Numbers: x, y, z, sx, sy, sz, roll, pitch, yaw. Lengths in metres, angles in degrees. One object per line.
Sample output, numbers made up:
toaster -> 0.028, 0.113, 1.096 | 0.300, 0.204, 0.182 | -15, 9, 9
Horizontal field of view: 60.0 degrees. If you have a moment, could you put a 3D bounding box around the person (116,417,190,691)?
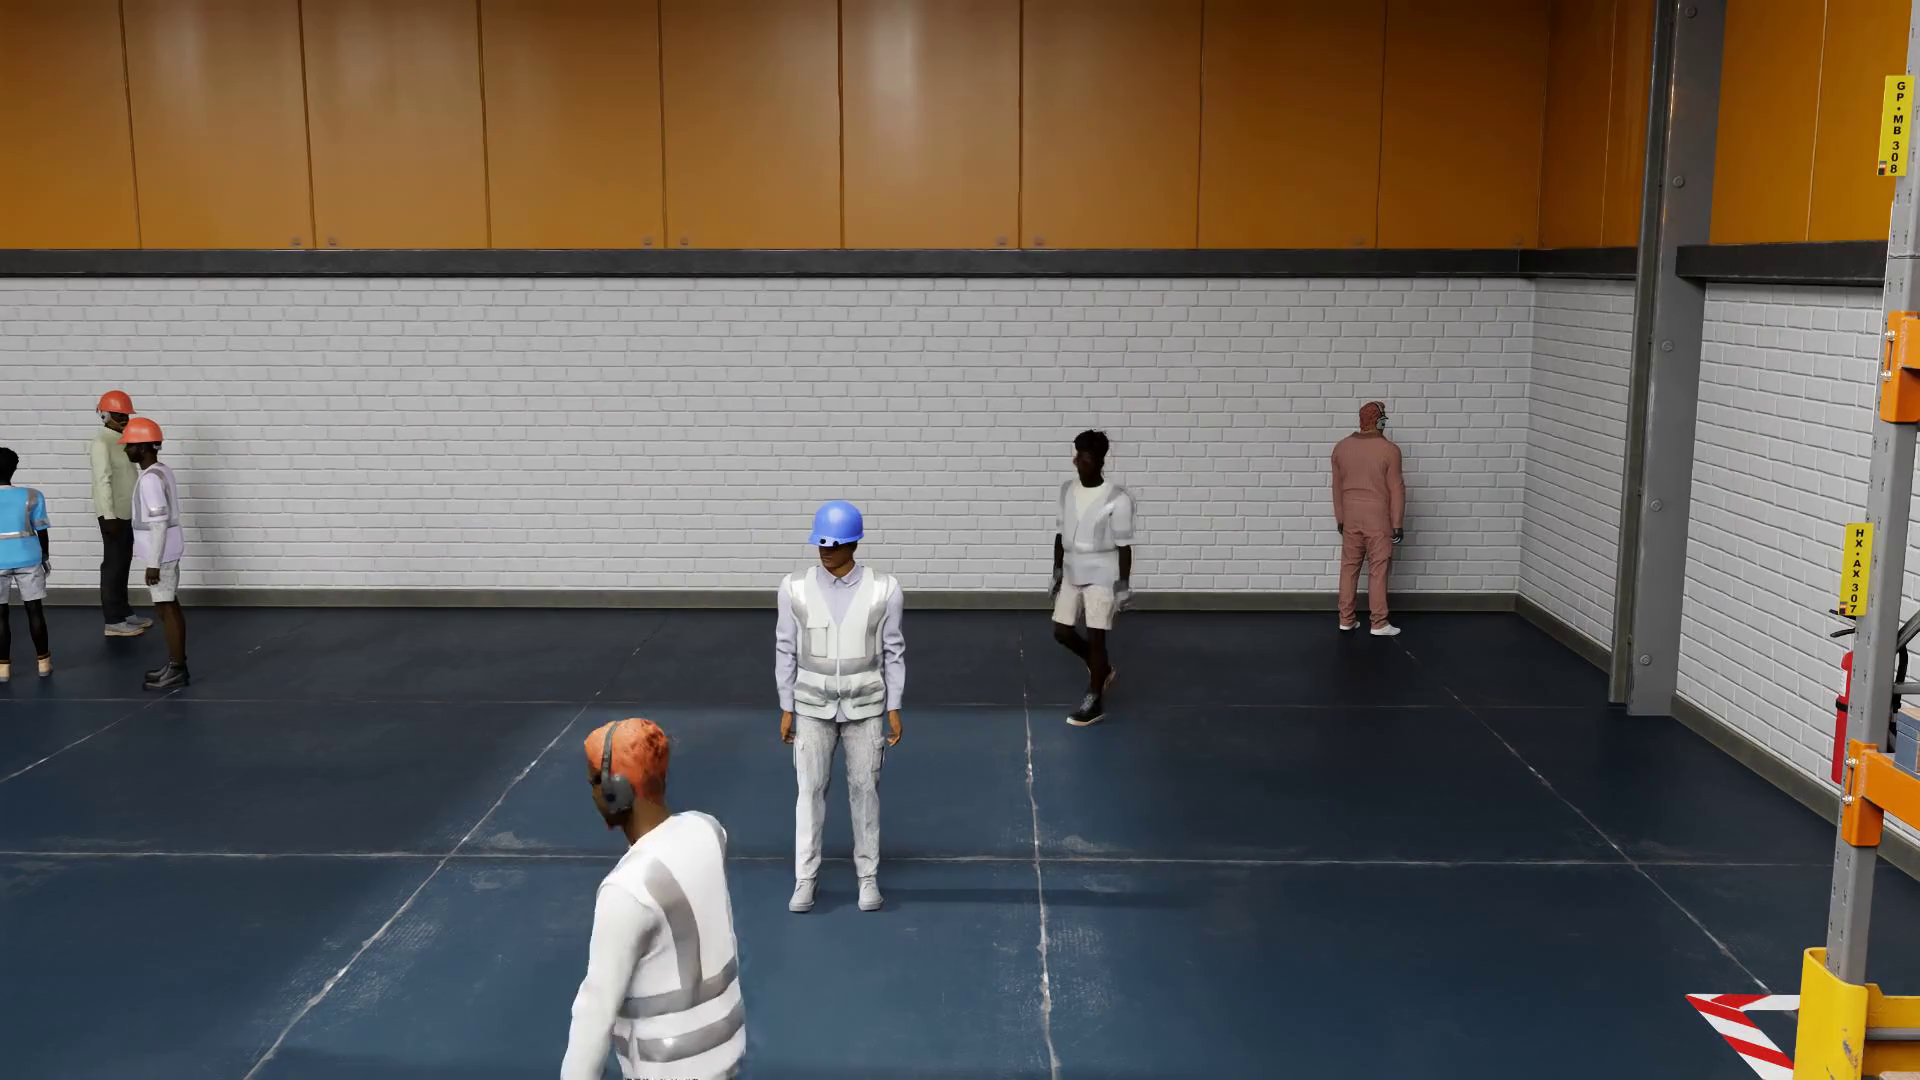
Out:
person -> -5.711, 0.098, 11.793 | 0.379, 1.938, 0.547 | -3, 10, -18

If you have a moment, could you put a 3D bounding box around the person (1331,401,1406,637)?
person -> 3.329, -0.171, 13.500 | 0.410, 1.909, 0.643 | -9, 13, -44

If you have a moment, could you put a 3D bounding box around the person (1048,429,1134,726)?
person -> 0.882, 0.233, 10.934 | 0.637, 1.951, 0.498 | 9, 13, 43

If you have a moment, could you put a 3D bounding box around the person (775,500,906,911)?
person -> -0.554, 0.770, 7.749 | 0.605, 1.944, 0.402 | 0, 9, -1

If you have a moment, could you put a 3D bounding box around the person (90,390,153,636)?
person -> -6.849, -0.225, 13.562 | 0.391, 1.990, 0.621 | -2, 10, -12

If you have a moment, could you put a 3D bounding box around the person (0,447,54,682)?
person -> -6.880, 0.174, 12.058 | 0.542, 1.695, 0.316 | -7, 12, -36

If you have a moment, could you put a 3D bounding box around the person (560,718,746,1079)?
person -> -0.838, 1.376, 4.361 | 0.793, 1.851, 0.614 | 2, 10, 10
